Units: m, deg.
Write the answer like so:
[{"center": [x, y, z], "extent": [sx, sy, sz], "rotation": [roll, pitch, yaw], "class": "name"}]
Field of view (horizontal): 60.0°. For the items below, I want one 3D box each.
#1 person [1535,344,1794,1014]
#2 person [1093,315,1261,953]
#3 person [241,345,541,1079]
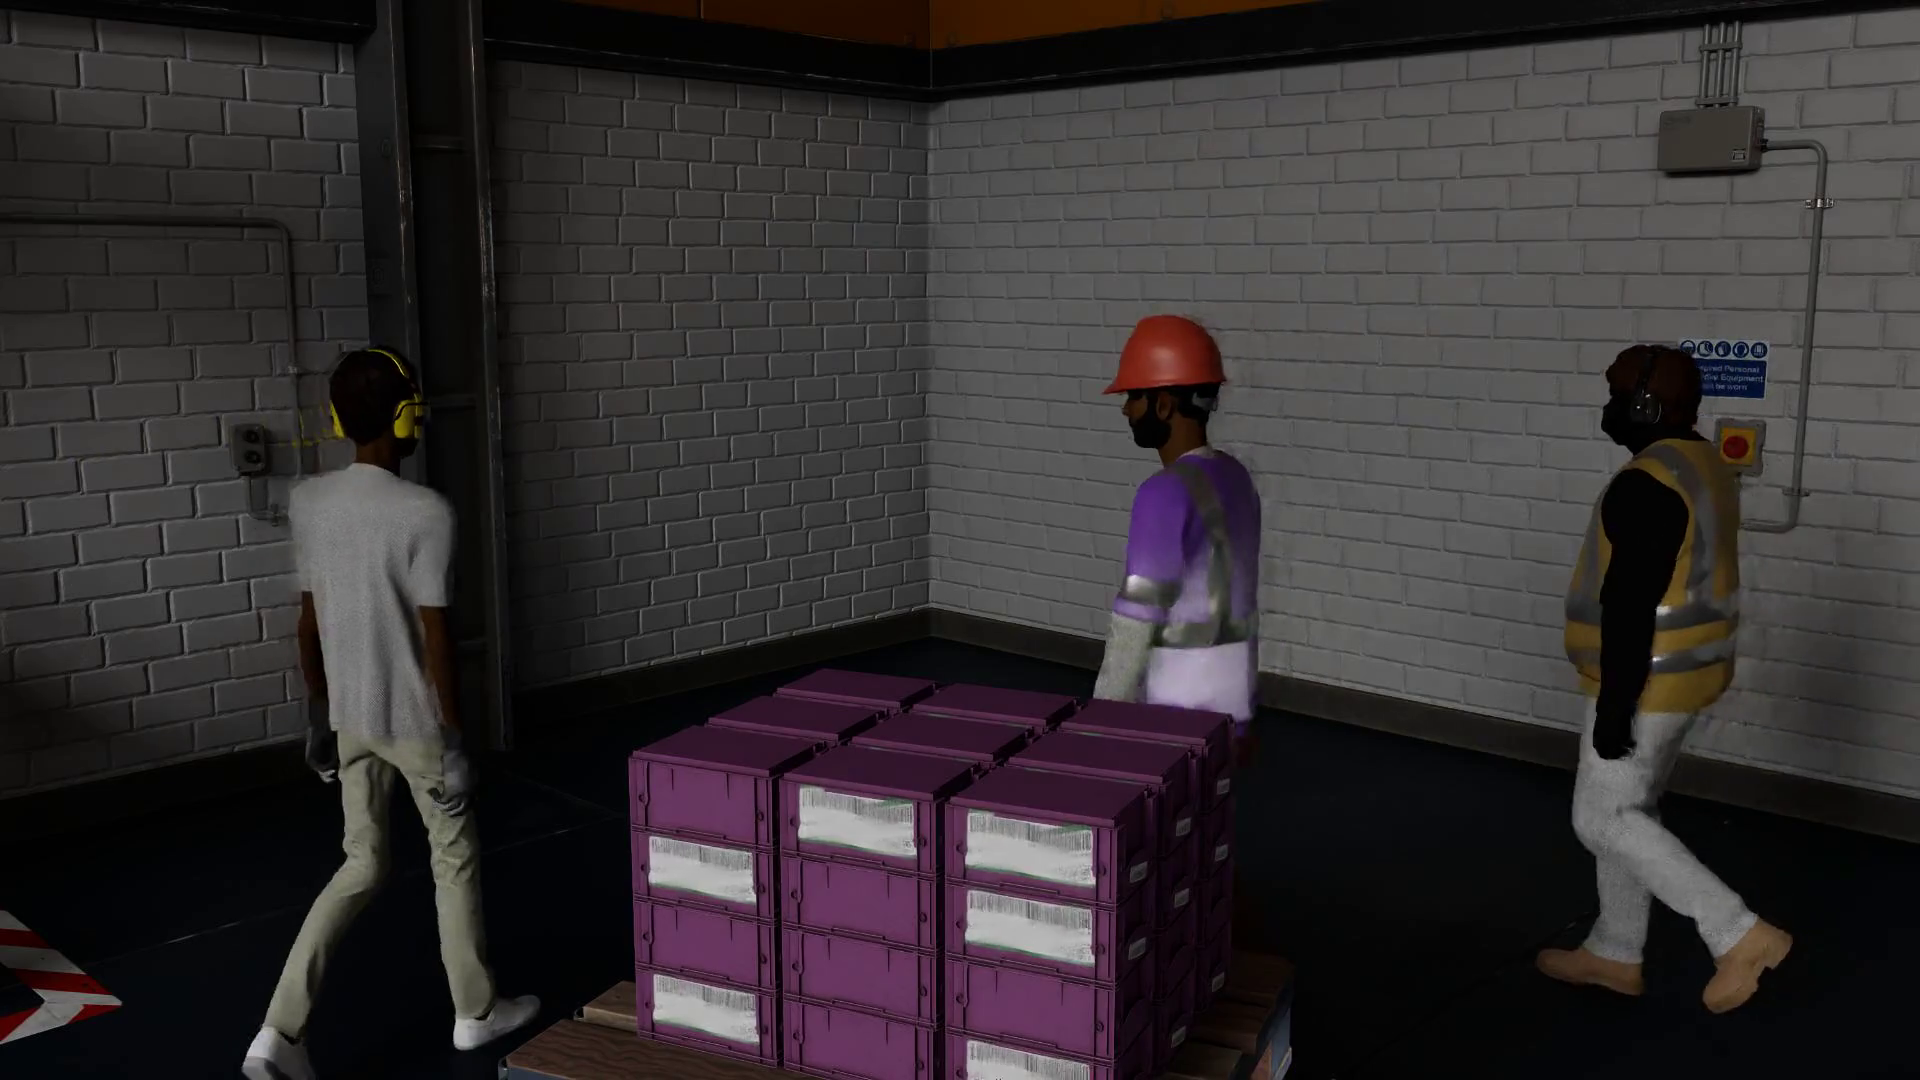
[{"center": [1.918, 0.391, 4.470], "extent": [0.583, 1.827, 0.646], "rotation": [6, 11, 35], "class": "person"}, {"center": [0.441, 0.414, 4.108], "extent": [0.816, 1.907, 0.550], "rotation": [4, 10, 22], "class": "person"}, {"center": [-1.405, 0.448, 4.074], "extent": [0.544, 1.846, 0.811], "rotation": [4, 10, 24], "class": "person"}]
